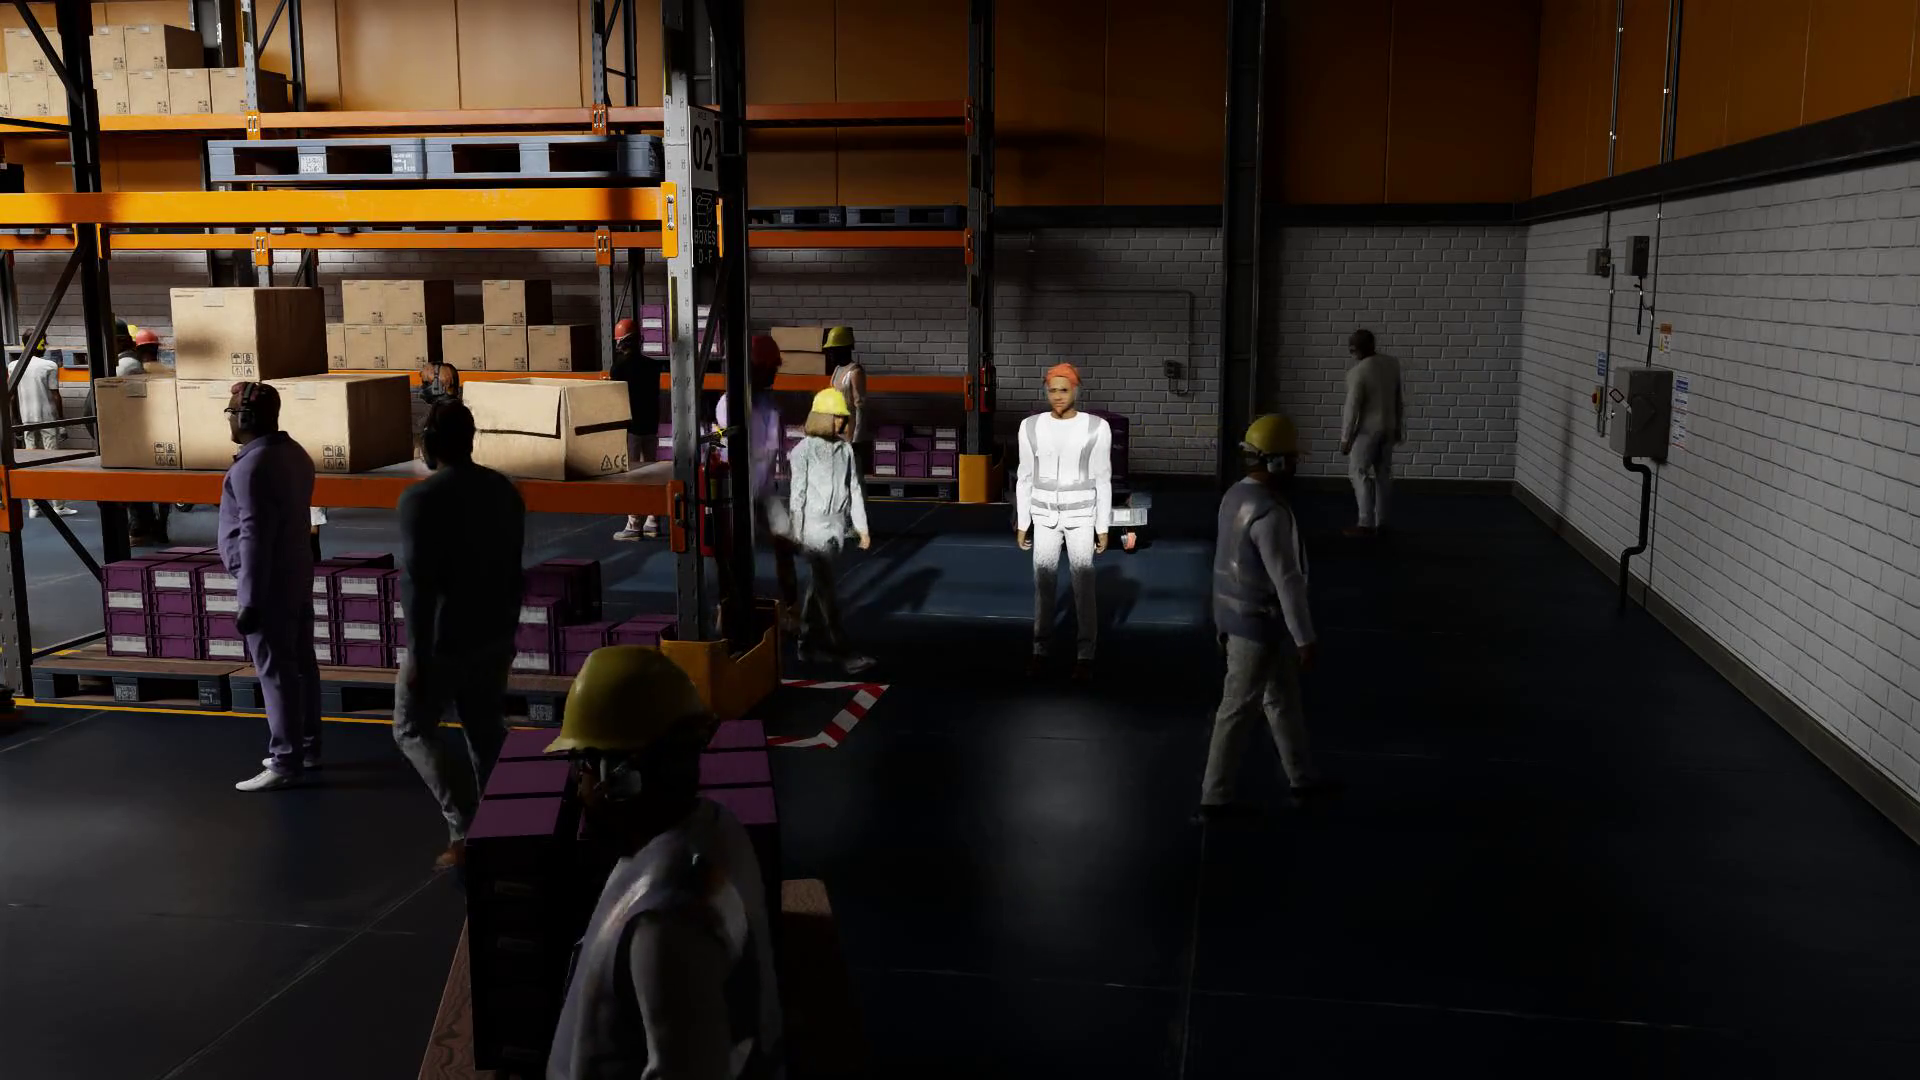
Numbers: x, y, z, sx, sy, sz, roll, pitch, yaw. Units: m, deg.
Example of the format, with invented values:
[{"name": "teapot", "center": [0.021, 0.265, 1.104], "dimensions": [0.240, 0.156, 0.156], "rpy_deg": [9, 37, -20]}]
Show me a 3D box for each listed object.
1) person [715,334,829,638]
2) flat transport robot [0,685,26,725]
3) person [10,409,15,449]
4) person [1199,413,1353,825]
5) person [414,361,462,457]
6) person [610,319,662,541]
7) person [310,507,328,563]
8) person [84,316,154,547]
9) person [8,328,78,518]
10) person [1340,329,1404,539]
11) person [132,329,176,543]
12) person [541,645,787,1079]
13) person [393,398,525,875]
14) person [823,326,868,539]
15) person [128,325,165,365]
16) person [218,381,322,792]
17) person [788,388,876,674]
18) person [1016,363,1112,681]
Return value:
[{"name": "person", "center": [-1.257, -0.321, 10.776], "dimensions": [0.947, 2.002, 0.611], "rpy_deg": [6, 11, 35]}, {"name": "flat transport robot", "center": [-5.730, 0.889, 8.640], "dimensions": [1.431, 0.197, 0.652], "rpy_deg": [1, 9, 9]}, {"name": "person", "center": [-6.608, -0.306, 11.186], "dimensions": [0.507, 1.847, 0.351], "rpy_deg": [-3, 10, -19]}, {"name": "person", "center": [1.425, 0.358, 7.226], "dimensions": [0.836, 1.801, 0.596], "rpy_deg": [0, 9, -3]}, {"name": "person", "center": [-3.314, -0.228, 10.712], "dimensions": [0.429, 1.842, 0.634], "rpy_deg": [-1, 9, -9]}, {"name": "person", "center": [-2.928, -0.983, 14.943], "dimensions": [0.392, 1.990, 0.612], "rpy_deg": [5, 11, 29]}, {"name": "person", "center": [-4.617, -0.414, 11.585], "dimensions": [0.546, 1.934, 0.376], "rpy_deg": [-7, 11, -35]}, {"name": "person", "center": [-7.379, -0.953, 14.597], "dimensions": [0.535, 2.000, 0.684], "rpy_deg": [-4, 10, -26]}, {"name": "person", "center": [-9.026, -1.140, 16.311], "dimensions": [0.521, 1.865, 0.334], "rpy_deg": [0, 9, 1]}, {"name": "person", "center": [3.748, -0.953, 15.071], "dimensions": [0.701, 1.897, 0.360], "rpy_deg": [-6, 11, -32]}, {"name": "person", "center": [-7.212, -0.923, 14.847], "dimensions": [0.487, 1.896, 0.585], "rpy_deg": [7, 12, 38]}, {"name": "person", "center": [-0.404, 1.067, 2.873], "dimensions": [0.816, 1.792, 0.618], "rpy_deg": [-1, 9, -4]}, {"name": "person", "center": [-1.977, 0.401, 6.560], "dimensions": [0.449, 1.920, 0.661], "rpy_deg": [5, 10, 27]}, {"name": "person", "center": [-1.030, -0.967, 15.044], "dimensions": [0.382, 1.923, 0.591], "rpy_deg": [-4, 10, -24]}, {"name": "person", "center": [-8.961, -1.424, 18.152], "dimensions": [0.404, 1.837, 0.590], "rpy_deg": [8, 12, 41]}, {"name": "person", "center": [-3.235, 0.215, 7.765], "dimensions": [0.401, 1.910, 0.641], "rpy_deg": [0, 9, -1]}, {"name": "person", "center": [-0.729, -0.049, 10.002], "dimensions": [0.791, 1.704, 0.498], "rpy_deg": [7, 11, 37]}, {"name": "person", "center": [0.610, -0.106, 9.858], "dimensions": [0.578, 1.879, 0.346], "rpy_deg": [3, 10, 18]}]
